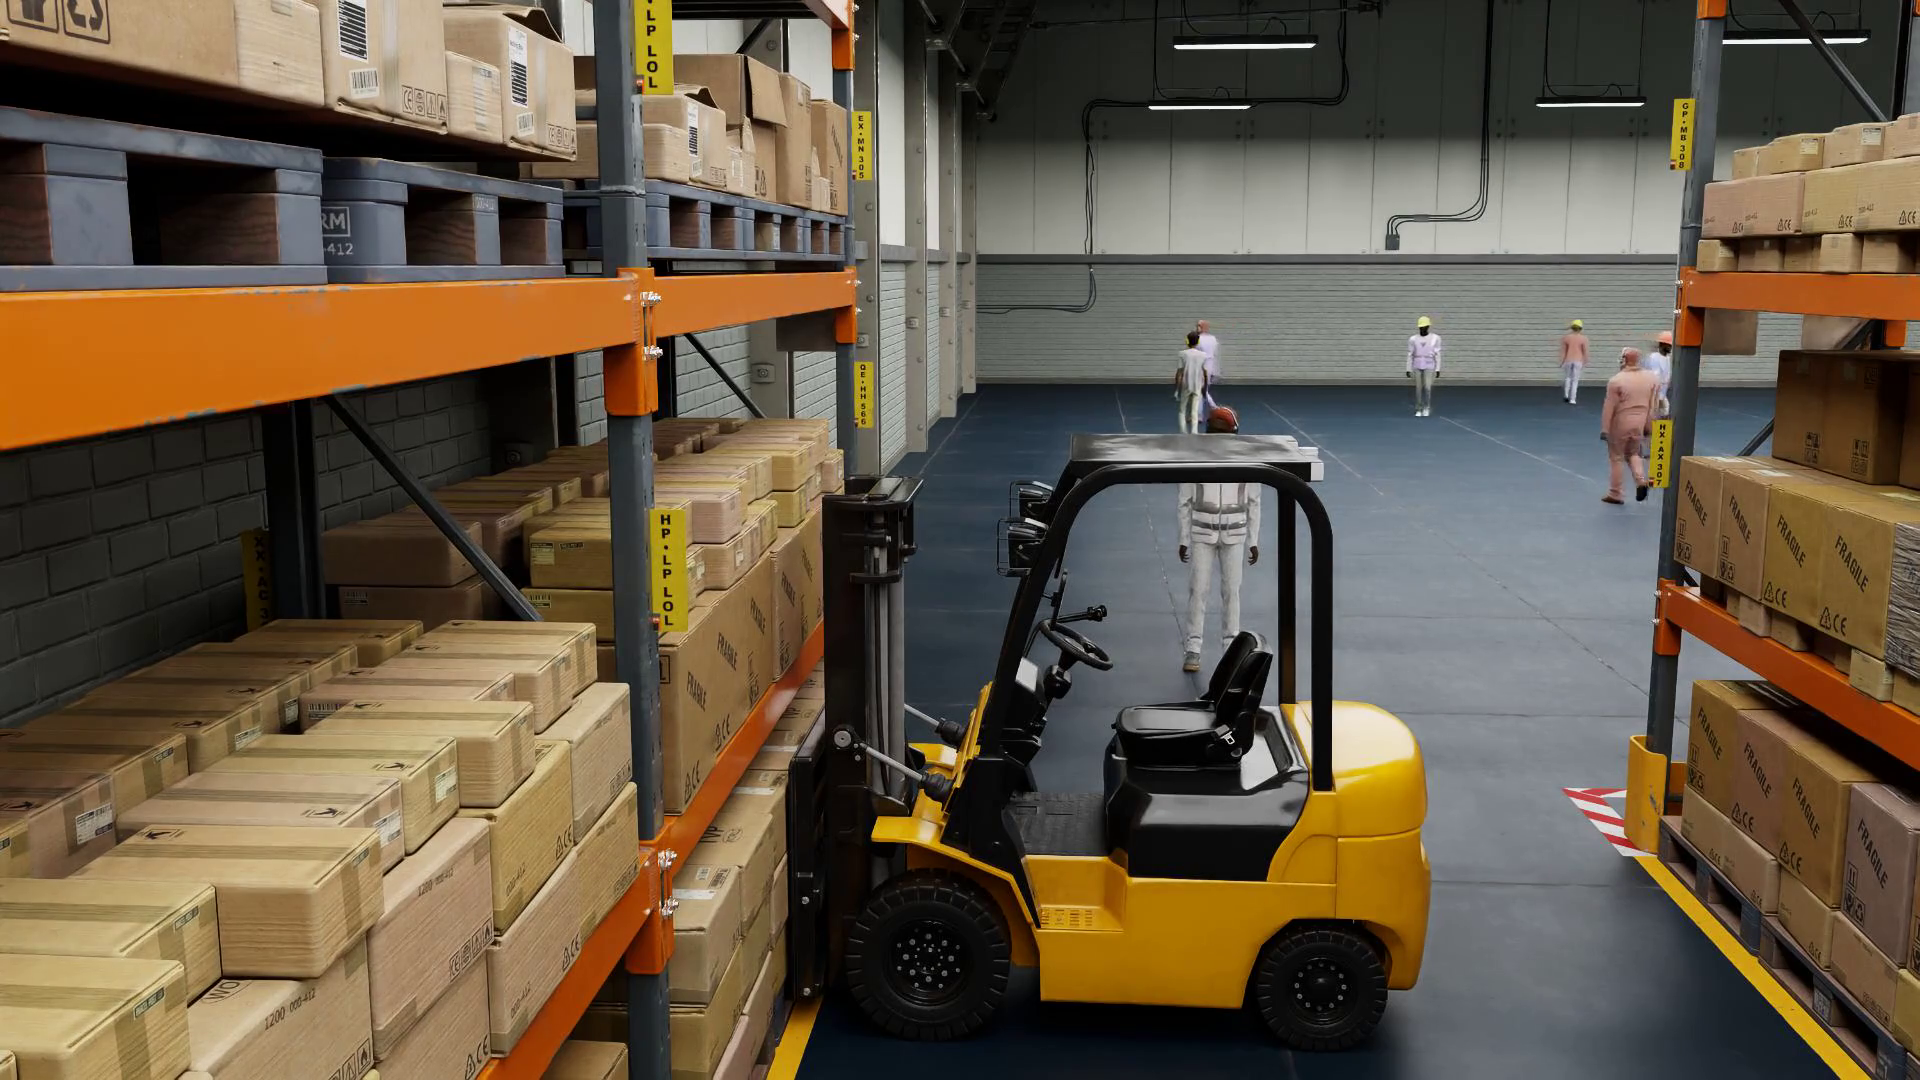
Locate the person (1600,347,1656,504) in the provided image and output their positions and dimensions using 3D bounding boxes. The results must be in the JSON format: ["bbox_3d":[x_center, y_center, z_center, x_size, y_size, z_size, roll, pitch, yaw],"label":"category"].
[{"bbox_3d":[7.968,-1.357,19.887,0.672,1.892,0.496,-3,10,-15],"label":"person"}]

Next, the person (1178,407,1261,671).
[{"bbox_3d":[1.827,-0.002,11.738,0.574,1.881,0.357,1,9,6],"label":"person"}]

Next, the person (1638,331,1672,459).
[{"bbox_3d":[10.380,-2.117,24.516,0.555,1.895,0.910,-8,12,-39],"label":"person"}]

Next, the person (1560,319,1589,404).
[{"bbox_3d":[12.741,-3.692,34.458,0.554,1.749,0.407,7,12,38],"label":"person"}]

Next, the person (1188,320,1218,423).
[{"bbox_3d":[4.399,-3.049,30.188,0.465,1.892,0.645,9,13,42],"label":"person"}]

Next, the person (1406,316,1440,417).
[{"bbox_3d":[8.719,-3.255,31.370,0.610,1.904,0.605,4,10,25],"label":"person"}]

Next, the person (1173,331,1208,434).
[{"bbox_3d":[3.609,-2.355,26.105,0.569,1.837,0.816,0,9,-2],"label":"person"}]
